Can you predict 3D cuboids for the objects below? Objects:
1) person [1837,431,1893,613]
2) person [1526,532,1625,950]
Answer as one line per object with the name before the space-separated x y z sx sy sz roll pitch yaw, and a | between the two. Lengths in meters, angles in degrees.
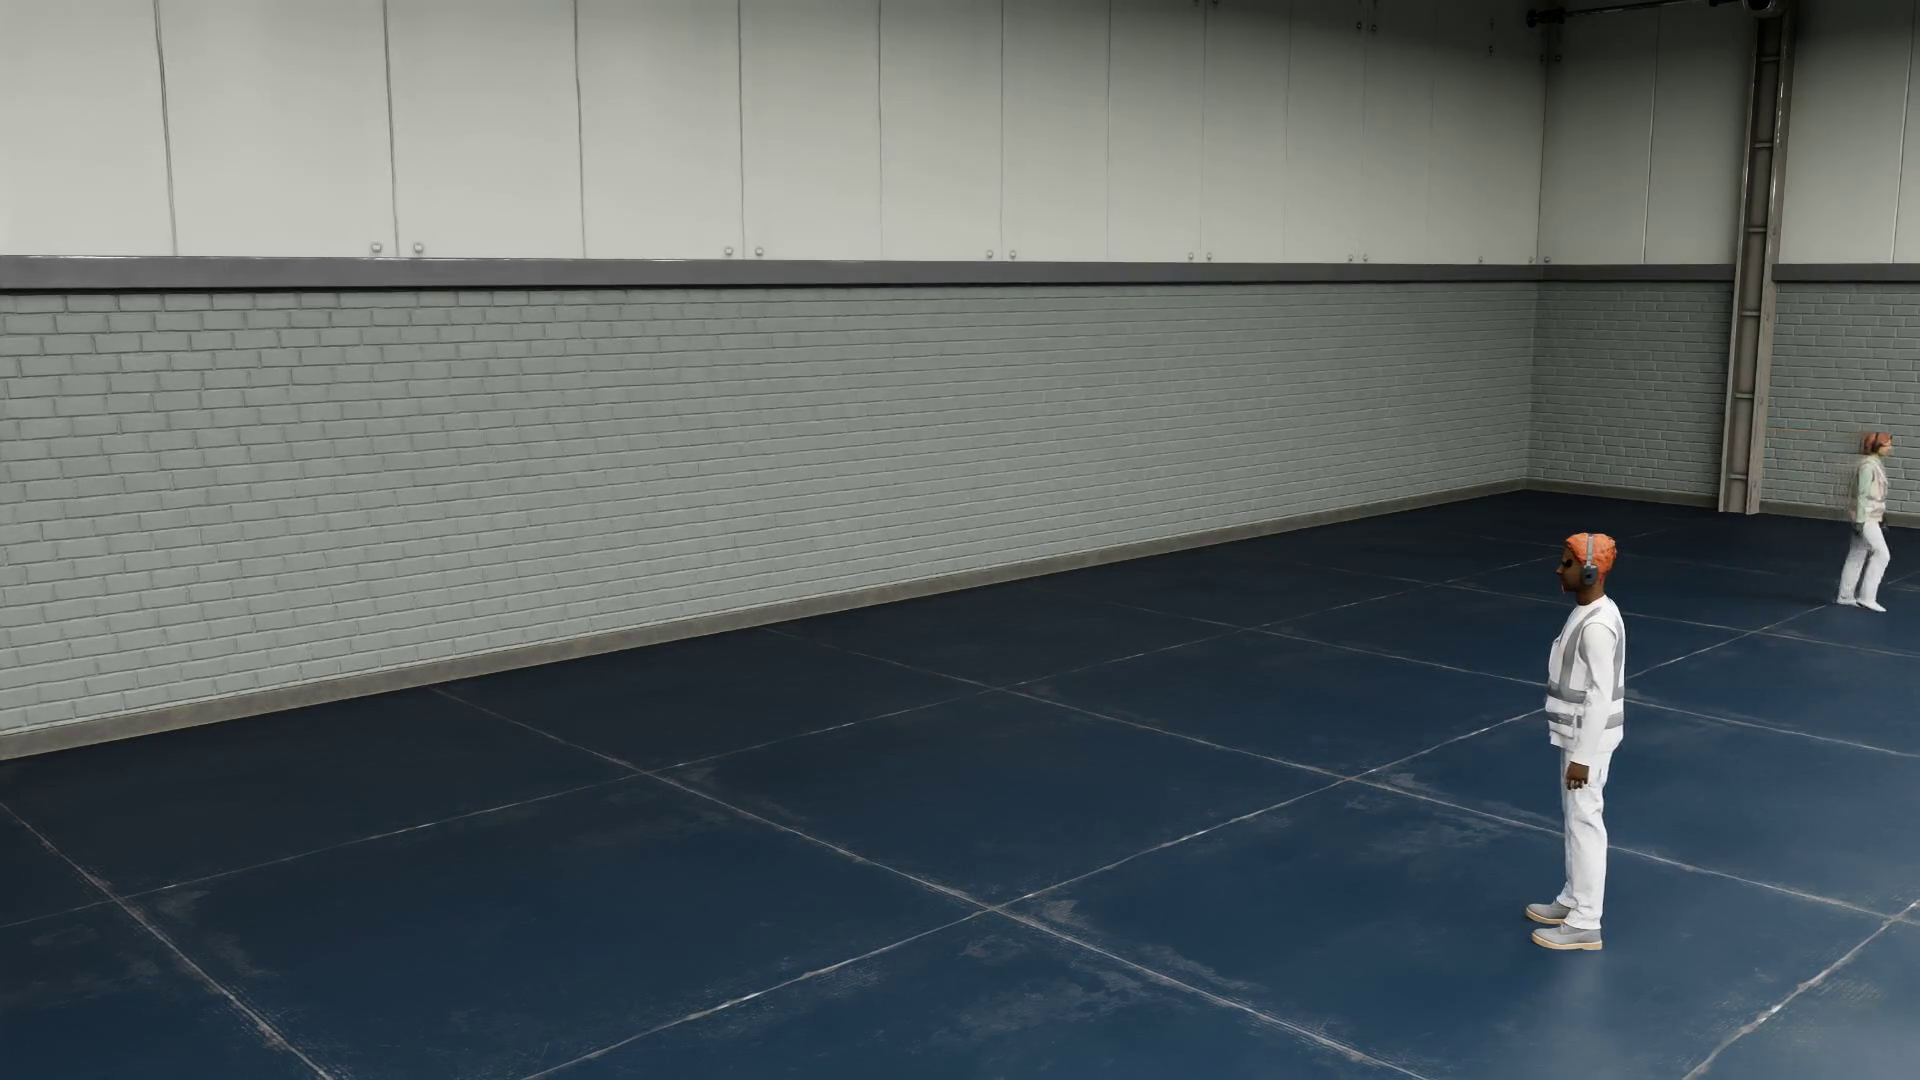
person | 8.203 -0.168 14.928 0.553 1.620 0.524 6 11 32
person | 2.791 0.898 7.488 0.352 1.883 0.580 3 10 16
